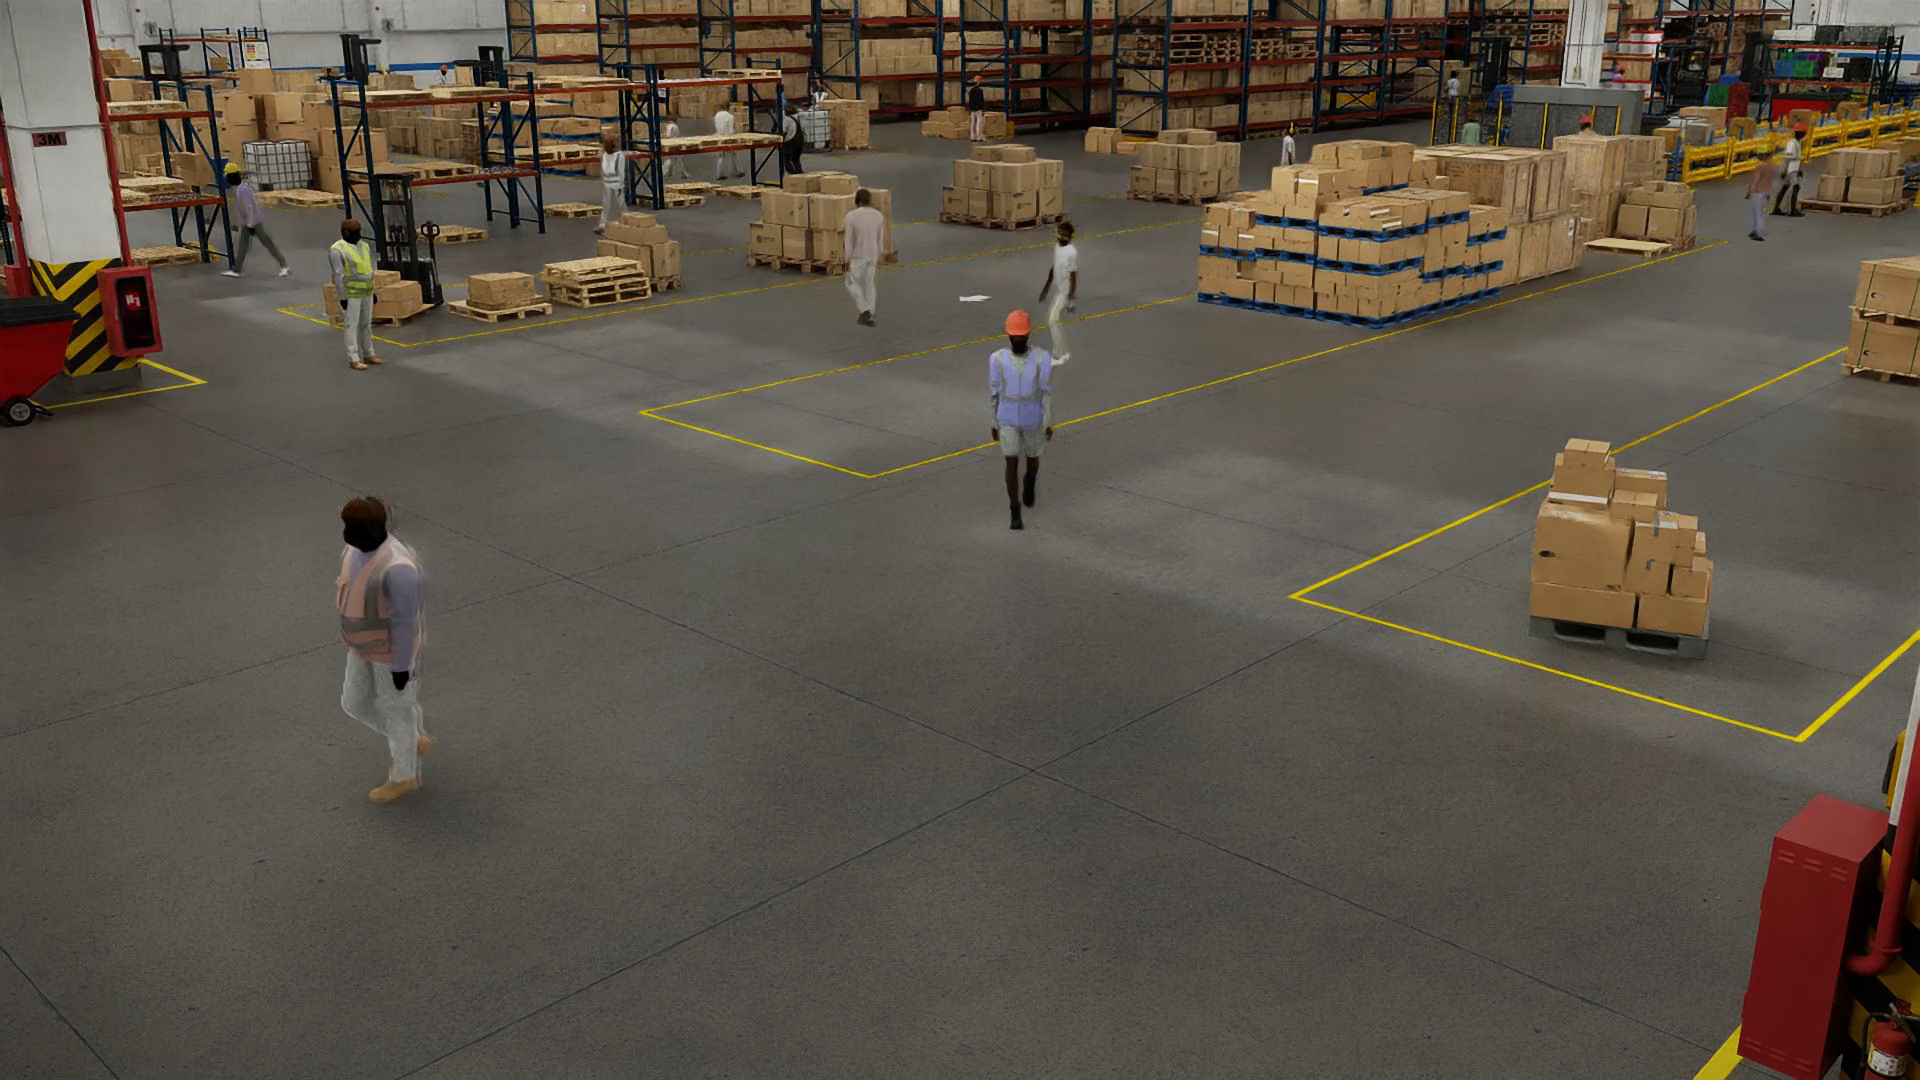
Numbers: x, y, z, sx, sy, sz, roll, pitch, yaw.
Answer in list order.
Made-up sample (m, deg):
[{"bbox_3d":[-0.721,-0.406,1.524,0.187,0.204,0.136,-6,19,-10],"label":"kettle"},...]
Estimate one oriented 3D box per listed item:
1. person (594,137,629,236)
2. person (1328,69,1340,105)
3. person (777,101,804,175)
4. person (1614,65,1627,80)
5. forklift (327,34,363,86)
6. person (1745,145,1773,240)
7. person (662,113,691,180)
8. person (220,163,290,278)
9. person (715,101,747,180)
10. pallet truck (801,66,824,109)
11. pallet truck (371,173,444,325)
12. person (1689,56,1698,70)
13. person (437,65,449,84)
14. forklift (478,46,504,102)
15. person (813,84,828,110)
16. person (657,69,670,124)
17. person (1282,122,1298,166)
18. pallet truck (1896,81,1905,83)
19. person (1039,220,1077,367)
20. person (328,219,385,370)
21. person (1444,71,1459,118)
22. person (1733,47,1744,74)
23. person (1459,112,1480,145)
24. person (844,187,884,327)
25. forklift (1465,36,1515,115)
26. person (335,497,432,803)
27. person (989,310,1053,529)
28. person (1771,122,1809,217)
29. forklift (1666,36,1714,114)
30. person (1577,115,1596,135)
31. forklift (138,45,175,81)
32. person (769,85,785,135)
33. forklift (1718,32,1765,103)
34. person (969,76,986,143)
[{"bbox_3d":[-6.636,-6.721,31.664,0.579,1.831,0.978,7,20,20],"label":"person"},{"bbox_3d":[14.700,-17.747,65.203,0.520,1.620,0.341,-14,23,-36],"label":"person"},{"bbox_3d":[-3.986,-9.318,39.169,0.537,2.000,0.697,11,21,30],"label":"person"},{"bbox_3d":[23.675,-16.090,59.757,0.471,1.916,0.580,1,18,4],"label":"person"},{"bbox_3d":[-23.625,-18.244,64.750,1.129,2.768,1.873,17,25,41],"label":"forklift"},{"bbox_3d":[14.944,-6.503,31.151,0.541,1.749,0.566,-16,24,-40],"label":"person"},{"bbox_3d":[-7.089,-9.706,41.018,0.863,1.598,0.525,-11,21,-30],"label":"person"},{"bbox_3d":[-11.514,-5.182,27.030,1.065,1.851,0.665,-15,23,-37],"label":"person"},{"bbox_3d":[-5.688,-9.855,41.007,0.646,1.897,0.930,12,22,33],"label":"person"},{"bbox_3d":[-4.812,-15.182,56.903,0.823,1.965,1.885,-9,21,-26],"label":"pallet truck"},{"bbox_3d":[-8.209,-4.181,23.757,0.823,1.965,1.885,3,19,9],"label":"pallet truck"},{"bbox_3d":[31.627,-20.050,72.004,0.543,1.724,0.896,16,24,39],"label":"person"},{"bbox_3d":[-18.345,-15.936,59.280,0.366,1.931,0.542,5,19,15],"label":"person"},{"bbox_3d":[-14.397,-13.832,51.456,1.129,2.768,1.873,17,25,41],"label":"forklift"},{"bbox_3d":[-4.410,-13.610,52.728,0.521,1.638,0.311,3,19,8],"label":"person"},{"bbox_3d":[-10.087,-15.045,56.630,0.589,1.912,0.390,13,23,35],"label":"person"},{"bbox_3d":[6.932,-7.849,35.010,0.314,1.869,0.537,0,18,0],"label":"person"},{"bbox_3d":[34.802,-16.331,61.455,0.653,1.274,1.630,17,25,41],"label":"pallet truck"},{"bbox_3d":[1.218,-3.042,20.578,0.419,1.831,0.551,-5,19,-15],"label":"person"},{"bbox_3d":[-7.449,-3.041,20.568,0.429,1.844,0.627,7,20,19],"label":"person"},{"bbox_3d":[17.876,-16.195,60.455,0.532,1.679,0.394,-13,22,-34],"label":"person"},{"bbox_3d":[35.797,-21.576,76.258,1.040,1.933,0.651,-17,25,-42],"label":"person"},{"bbox_3d":[12.625,-9.806,41.299,0.500,1.621,0.335,-8,20,-22],"label":"person"},{"bbox_3d":[-1.348,-3.914,23.067,0.657,1.922,0.439,-14,23,-35],"label":"person"},{"bbox_3d":[19.973,-17.201,61.605,1.873,2.768,1.129,16,24,40],"label":"forklift"},{"bbox_3d":[-3.318,0.623,9.544,0.653,1.829,0.443,17,25,42],"label":"person"},{"bbox_3d":[0.529,-1.075,14.521,0.570,1.926,0.607,1,18,4],"label":"person"},{"bbox_3d":[17.264,-7.626,34.283,0.816,1.907,0.550,11,21,31],"label":"person"},{"bbox_3d":[27.341,-17.291,61.877,1.129,2.768,1.873,17,25,41],"label":"forklift"},{"bbox_3d":[13.718,-8.402,36.659,0.565,1.890,0.995,-12,22,-31],"label":"person"},{"bbox_3d":[-25.348,-14.259,52.741,1.129,2.768,1.873,3,19,10],"label":"forklift"},{"bbox_3d":[-5.668,-13.466,52.277,0.890,1.644,0.549,9,20,25],"label":"person"},{"bbox_3d":[32.510,-19.520,68.593,1.873,2.768,1.129,17,25,41],"label":"forklift"},{"bbox_3d":[0.532,-13.129,50.720,0.380,1.995,0.611,-16,24,-39],"label":"person"}]
